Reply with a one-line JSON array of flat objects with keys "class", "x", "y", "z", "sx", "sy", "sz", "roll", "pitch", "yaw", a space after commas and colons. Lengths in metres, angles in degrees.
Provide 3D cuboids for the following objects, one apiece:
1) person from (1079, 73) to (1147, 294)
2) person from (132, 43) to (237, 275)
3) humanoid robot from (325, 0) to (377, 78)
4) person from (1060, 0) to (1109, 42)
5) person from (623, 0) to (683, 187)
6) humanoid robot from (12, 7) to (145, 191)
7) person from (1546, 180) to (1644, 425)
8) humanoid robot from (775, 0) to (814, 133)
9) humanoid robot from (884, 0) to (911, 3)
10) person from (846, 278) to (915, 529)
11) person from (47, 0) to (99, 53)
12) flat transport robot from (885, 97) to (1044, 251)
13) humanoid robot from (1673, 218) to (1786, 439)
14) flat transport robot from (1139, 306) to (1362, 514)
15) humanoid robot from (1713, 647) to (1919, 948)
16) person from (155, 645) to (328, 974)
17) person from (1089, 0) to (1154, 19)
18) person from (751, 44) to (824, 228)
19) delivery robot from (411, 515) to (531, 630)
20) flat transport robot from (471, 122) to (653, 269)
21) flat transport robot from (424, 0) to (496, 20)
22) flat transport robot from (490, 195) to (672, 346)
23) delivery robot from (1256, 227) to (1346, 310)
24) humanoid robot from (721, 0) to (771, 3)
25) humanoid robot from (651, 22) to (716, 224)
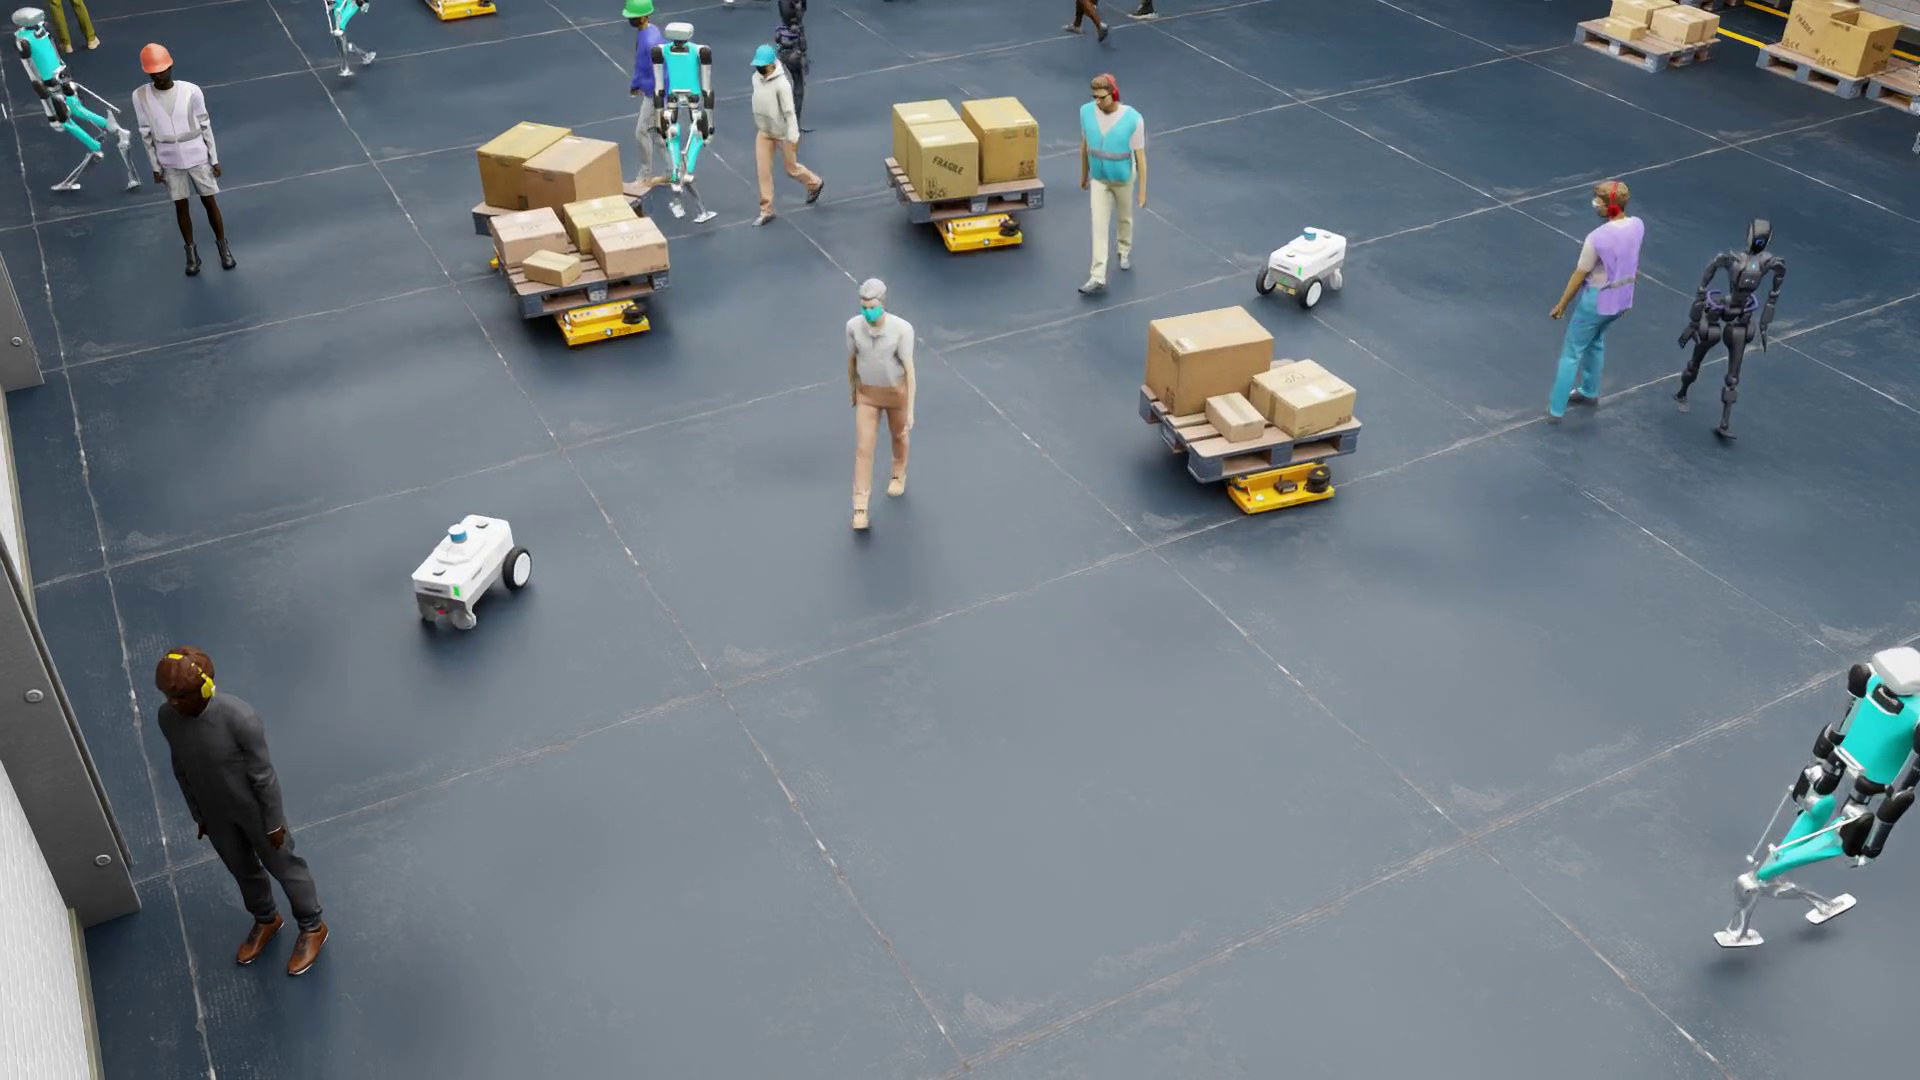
[{"class": "person", "x": 1.250, "y": -2.939, "z": 13.593, "sx": 0.645, "sy": 1.779, "sz": 0.957, "roll": 15, "pitch": 38, "yaw": 20}, {"class": "person", "x": -6.419, "y": -3.147, "z": 13.755, "sx": 0.542, "sy": 1.939, "sz": 0.358, "roll": -13, "pitch": 37, "yaw": -17}, {"class": "humanoid robot", "x": -6.598, "y": -5.698, "z": 17.603, "sx": 0.537, "sy": 1.739, "sz": 1.036, "roll": 6, "pitch": 35, "yaw": 8}, {"class": "person", "x": 1.427, "y": -6.544, "z": 18.644, "sx": 0.779, "sy": 1.907, "sz": 0.601, "roll": 29, "pitch": 44, "yaw": 35}, {"class": "person", "x": -2.869, "y": -4.092, "z": 15.186, "sx": 0.542, "sy": 1.848, "sz": 0.557, "roll": -7, "pitch": 36, "yaw": -9}, {"class": "humanoid robot", "x": -7.957, "y": -3.940, "z": 15.110, "sx": 1.013, "sy": 1.778, "sz": 0.545, "roll": 0, "pitch": 35, "yaw": 0}, {"class": "person", "x": 4.510, "y": -1.662, "z": 11.744, "sx": 0.575, "sy": 1.816, "sz": 0.443, "roll": -24, "pitch": 42, "yaw": -30}, {"class": "humanoid robot", "x": -1.682, "y": -4.862, "z": 16.434, "sx": 0.396, "sy": 1.651, "sz": 0.597, "roll": -12, "pitch": 37, "yaw": -16}, {"class": "humanoid robot", "x": -0.737, "y": -7.265, "z": 19.856, "sx": 0.433, "sy": 1.645, "sz": 0.600, "roll": -8, "pitch": 36, "yaw": -11}, {"class": "person", "x": -0.508, "y": -0.902, "z": 10.757, "sx": 0.476, "sy": 1.697, "sz": 0.887, "roll": 4, "pitch": 35, "yaw": 6}, {"class": "person", "x": -10.024, "y": -6.334, "z": 18.393, "sx": 0.523, "sy": 1.837, "sz": 0.371, "roll": -16, "pitch": 38, "yaw": -22}, {"class": "flat transport robot", "x": 0.037, "y": -3.004, "z": 15.005, "sx": 0.659, "sy": 0.231, "sz": 1.431, "roll": -9, "pitch": 36, "yaw": -13}, {"class": "humanoid robot", "x": 5.409, "y": -1.521, "z": 11.690, "sx": 0.596, "sy": 1.619, "sz": 0.742, "roll": 3, "pitch": 35, "yaw": 5}, {"class": "flat transport robot", "x": 1.987, "y": -0.673, "z": 11.676, "sx": 0.659, "sy": 0.231, "sz": 1.431, "roll": -11, "pitch": 37, "yaw": -16}, {"class": "humanoid robot", "x": 3.894, "y": 1.273, "z": 7.637, "sx": 1.027, "sy": 1.739, "sz": 0.539, "roll": -8, "pitch": 36, "yaw": -11}, {"class": "person", "x": -3.289, "y": 1.225, "z": 7.580, "sx": 0.485, "sy": 1.868, "sz": 0.356, "roll": 5, "pitch": 35, "yaw": 8}, {"class": "person", "x": 1.858, "y": -7.076, "z": 19.390, "sx": 1.029, "sy": 1.895, "sz": 0.636, "roll": 10, "pitch": 36, "yaw": 14}, {"class": "person", "x": -1.558, "y": -3.626, "z": 14.702, "sx": 0.479, "sy": 1.642, "sz": 0.753, "roll": 22, "pitch": 40, "yaw": 28}, {"class": "delivery robot", "x": -3.040, "y": 0.162, "z": 10.216, "sx": 0.511, "sy": 0.573, "sz": 0.735, "roll": 9, "pitch": 36, "yaw": 13}, {"class": "flat transport robot", "x": -3.430, "y": -2.684, "z": 14.547, "sx": 0.659, "sy": 0.231, "sz": 1.431, "roll": 12, "pitch": 37, "yaw": 17}, {"class": "flat transport robot", "x": -6.170, "y": -6.635, "z": 20.189, "sx": 0.659, "sy": 0.231, "sz": 1.431, "roll": -18, "pitch": 39, "yaw": -24}, {"class": "flat transport robot", "x": -3.062, "y": -2.029, "z": 13.612, "sx": 0.659, "sy": 0.231, "sz": 1.431, "roll": -15, "pitch": 38, "yaw": -20}, {"class": "delivery robot", "x": 2.837, "y": -2.266, "z": 13.712, "sx": 0.499, "sy": 0.607, "sz": 0.778, "roll": 28, "pitch": 44, "yaw": 34}, {"class": "humanoid robot", "x": -2.514, "y": -7.143, "z": 19.614, "sx": 0.988, "sy": 1.718, "sz": 0.539, "roll": 7, "pitch": 36, "yaw": 10}, {"class": "humanoid robot", "x": -2.406, "y": -3.521, "z": 14.473, "sx": 0.542, "sy": 1.753, "sz": 0.867, "roll": 0, "pitch": 35, "yaw": -1}]
